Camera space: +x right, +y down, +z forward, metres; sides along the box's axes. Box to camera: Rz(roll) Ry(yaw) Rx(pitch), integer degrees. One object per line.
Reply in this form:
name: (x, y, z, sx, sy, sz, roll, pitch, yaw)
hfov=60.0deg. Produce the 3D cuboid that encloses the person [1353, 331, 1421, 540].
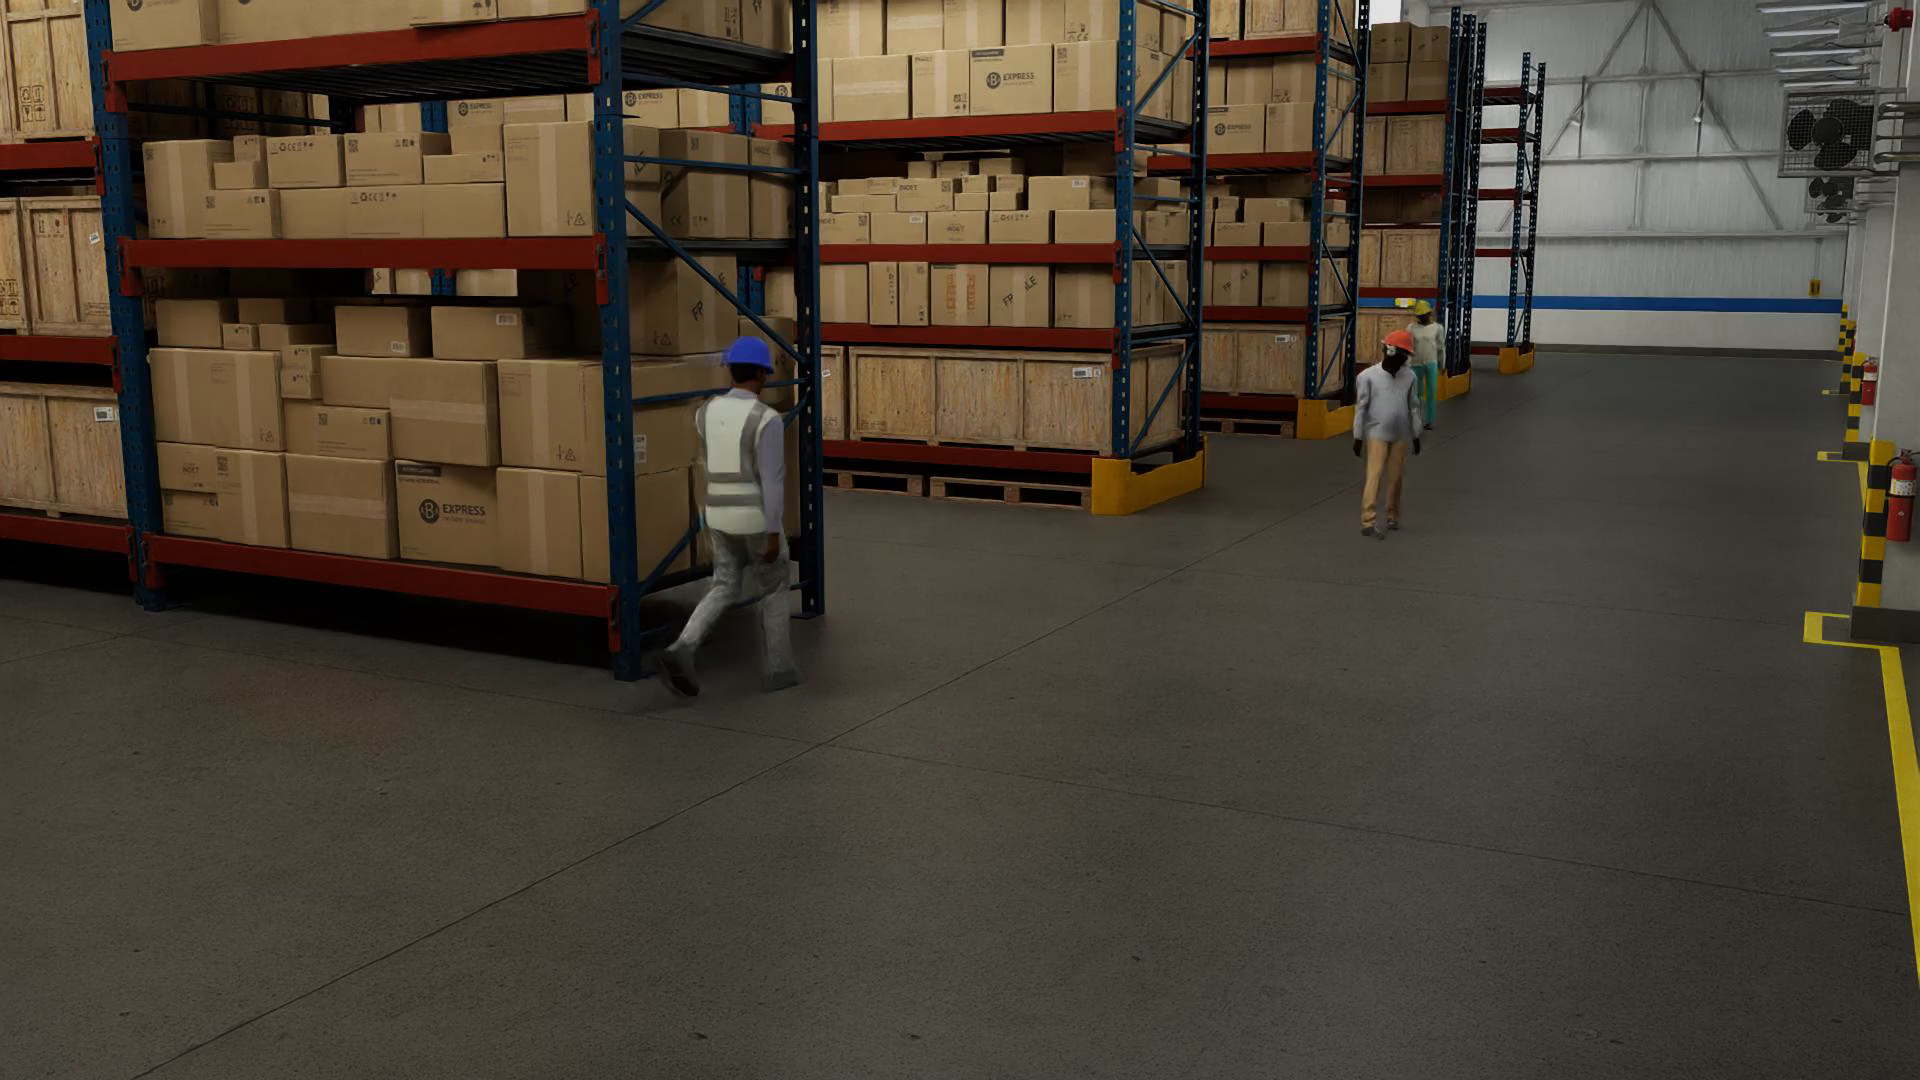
person: (3.566, -0.880, 13.780, 0.612, 1.696, 0.657, -2, 10, -14)

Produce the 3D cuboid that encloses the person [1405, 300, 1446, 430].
person: (6.194, -2.338, 22.168, 0.526, 1.717, 0.861, 3, 10, 17)

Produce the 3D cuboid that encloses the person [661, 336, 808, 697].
person: (-1.180, -0.107, 8.695, 0.608, 1.910, 0.803, 7, 12, 35)
